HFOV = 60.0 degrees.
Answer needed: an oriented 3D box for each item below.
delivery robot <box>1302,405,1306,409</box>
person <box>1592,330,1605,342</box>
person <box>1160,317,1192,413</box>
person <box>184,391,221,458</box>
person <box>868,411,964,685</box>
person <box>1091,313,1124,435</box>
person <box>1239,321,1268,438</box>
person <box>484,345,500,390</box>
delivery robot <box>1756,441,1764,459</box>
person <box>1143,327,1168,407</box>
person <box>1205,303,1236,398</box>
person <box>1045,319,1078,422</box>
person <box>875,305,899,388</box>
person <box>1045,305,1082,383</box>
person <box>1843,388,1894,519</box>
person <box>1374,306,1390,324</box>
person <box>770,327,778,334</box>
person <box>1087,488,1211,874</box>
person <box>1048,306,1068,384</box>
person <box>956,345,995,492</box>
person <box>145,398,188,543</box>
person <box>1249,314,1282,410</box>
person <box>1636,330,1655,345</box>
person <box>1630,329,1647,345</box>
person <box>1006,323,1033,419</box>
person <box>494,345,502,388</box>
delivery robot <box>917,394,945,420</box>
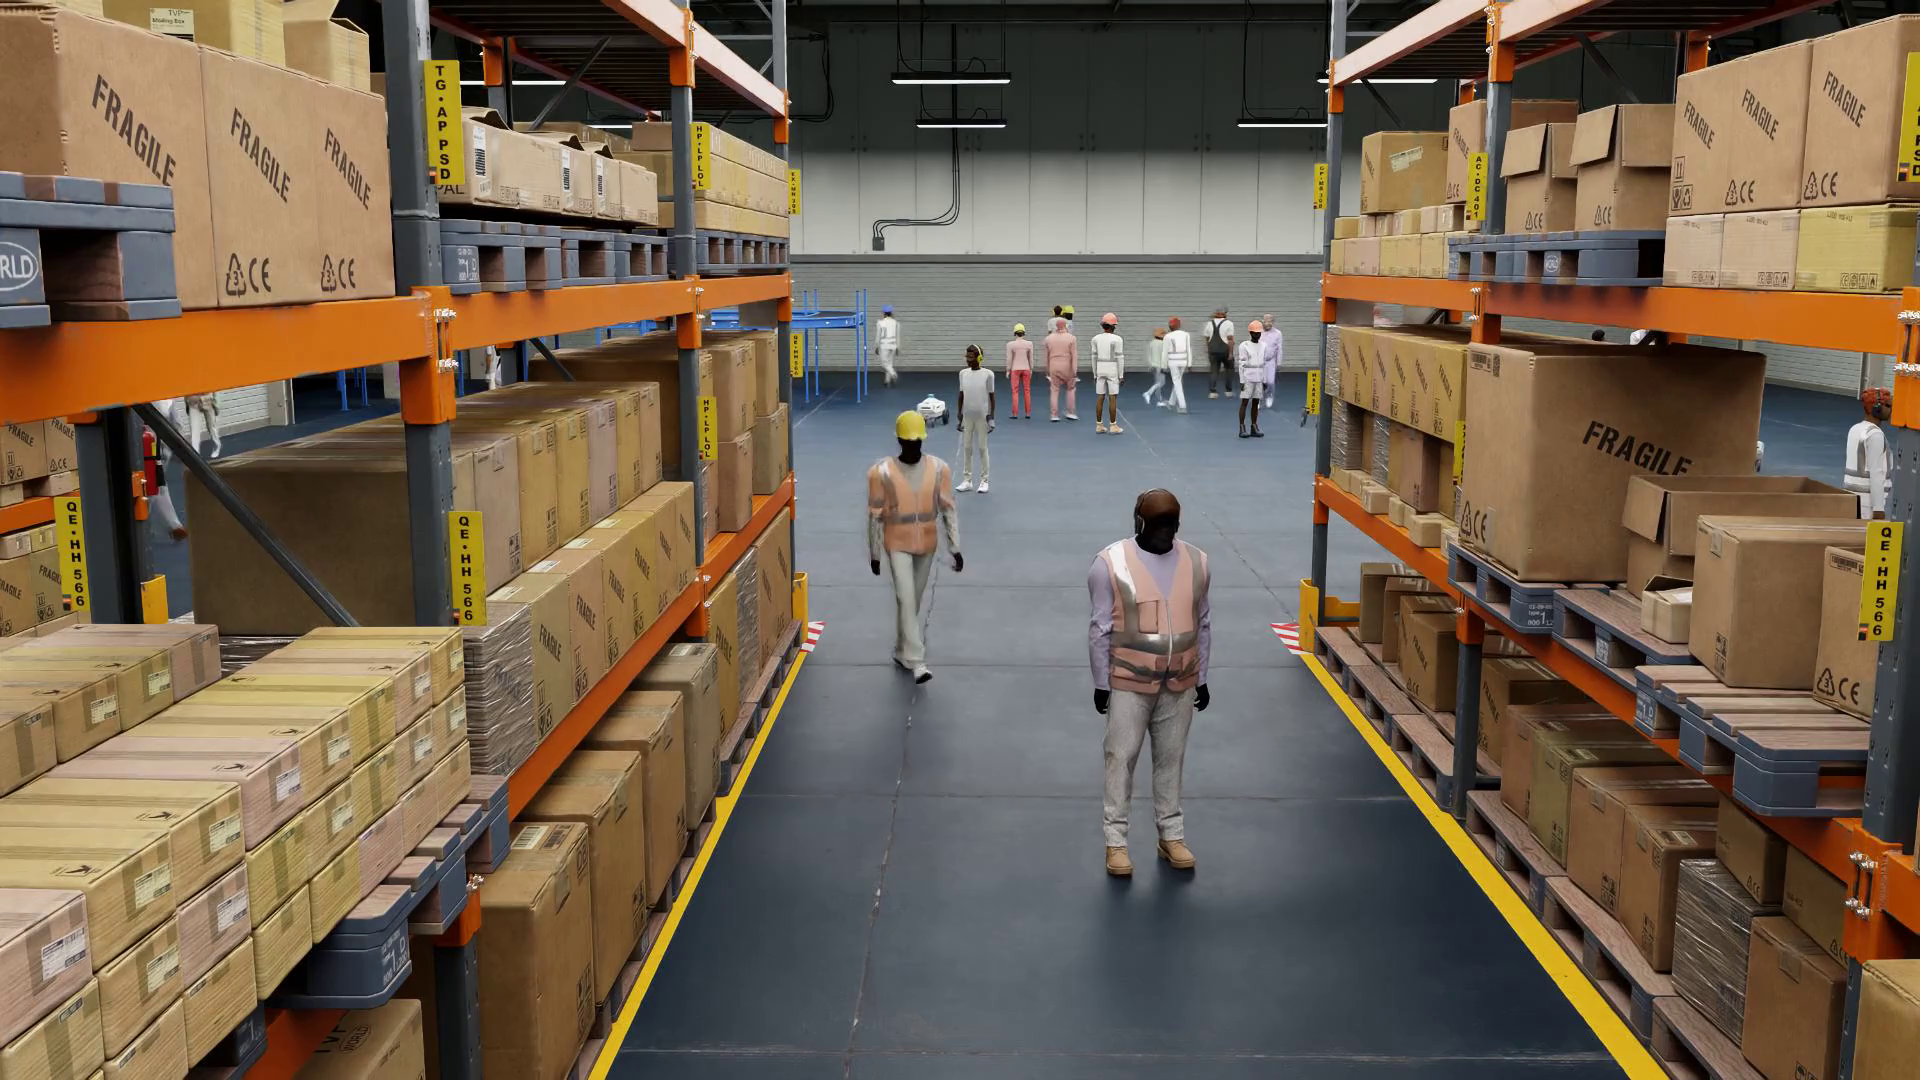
[{"bbox_3d":[6.335,-2.491,29.780,0.335,0.223,0.698,4,10,22],"label":"delivery robot"},{"bbox_3d":[11.499,-2.951,30.060,0.529,1.694,0.321,7,12,34],"label":"person"},{"bbox_3d":[4.147,-3.405,32.326,0.594,1.839,0.972,-5,11,-27],"label":"person"},{"bbox_3d":[-11.134,-1.966,24.478,0.528,1.591,0.874,-1,10,-8],"label":"person"},{"bbox_3d":[-0.306,0.045,11.568,0.613,1.868,0.986,-4,10,-21],"label":"person"},{"bbox_3d":[2.524,-2.825,28.260,0.607,2.044,0.375,7,12,35],"label":"person"},{"bbox_3d":[4.896,-2.682,27.714,0.545,1.939,0.374,-4,10,-24],"label":"person"},{"bbox_3d":[-8.401,-3.012,29.942,0.326,1.865,0.517,2,10,12],"label":"person"},{"bbox_3d":[11.084,-1.315,23.510,0.477,0.478,0.707,1,10,8],"label":"delivery robot"},{"bbox_3d":[3.953,-3.486,33.509,0.612,1.615,0.504,-6,11,-33],"label":"person"},{"bbox_3d":[5.649,-4.055,35.764,0.698,2.000,0.777,8,12,40],"label":"person"},{"bbox_3d":[1.890,-3.120,30.554,0.665,1.867,0.764,4,10,24],"label":"person"},{"bbox_3d":[-1.638,-4.493,38.612,0.609,1.923,0.727,-8,12,-38],"label":"person"},{"bbox_3d":[2.510,-4.771,40.444,1.007,1.876,0.576,8,12,40],"label":"person"},{"bbox_3d":[7.450,-0.307,13.661,0.355,1.882,0.576,1,10,8],"label":"person"},{"bbox_3d":[9.541,-4.427,38.306,0.686,1.885,0.544,-3,10,-19],"label":"person"},{"bbox_3d":[-3.528,-3.375,31.869,0.372,1.940,0.631,-1,10,-8],"label":"person"},{"bbox_3d":[0.920,0.668,7.944,0.627,1.844,0.429,-3,10,-16],"label":"person"},{"bbox_3d":[2.351,-4.696,39.998,0.513,1.867,0.328,0,9,-1],"label":"person"},{"bbox_3d":[0.193,-1.545,21.122,0.531,1.865,0.310,4,10,25],"label":"person"},{"bbox_3d":[-8.395,-0.929,17.368,1.045,1.892,0.610,4,10,23],"label":"person"},{"bbox_3d":[5.998,-3.509,32.840,0.698,1.885,0.423,2,10,13],"label":"person"},{"bbox_3d":[12.102,-2.885,29.252,0.537,1.834,0.536,8,12,40],"label":"person"},{"bbox_3d":[13.933,-3.687,34.043,0.590,1.836,0.404,-2,10,-14],"label":"person"},{"bbox_3d":[1.111,-3.149,31.025,0.523,1.769,0.321,-2,10,-14],"label":"person"},{"bbox_3d":[-6.328,-1.930,23.263,0.391,1.922,0.593,-5,11,-28],"label":"person"},{"bbox_3d":[-0.516,-2.368,29.817,0.477,0.478,0.707,3,10,15],"label":"delivery robot"}]
